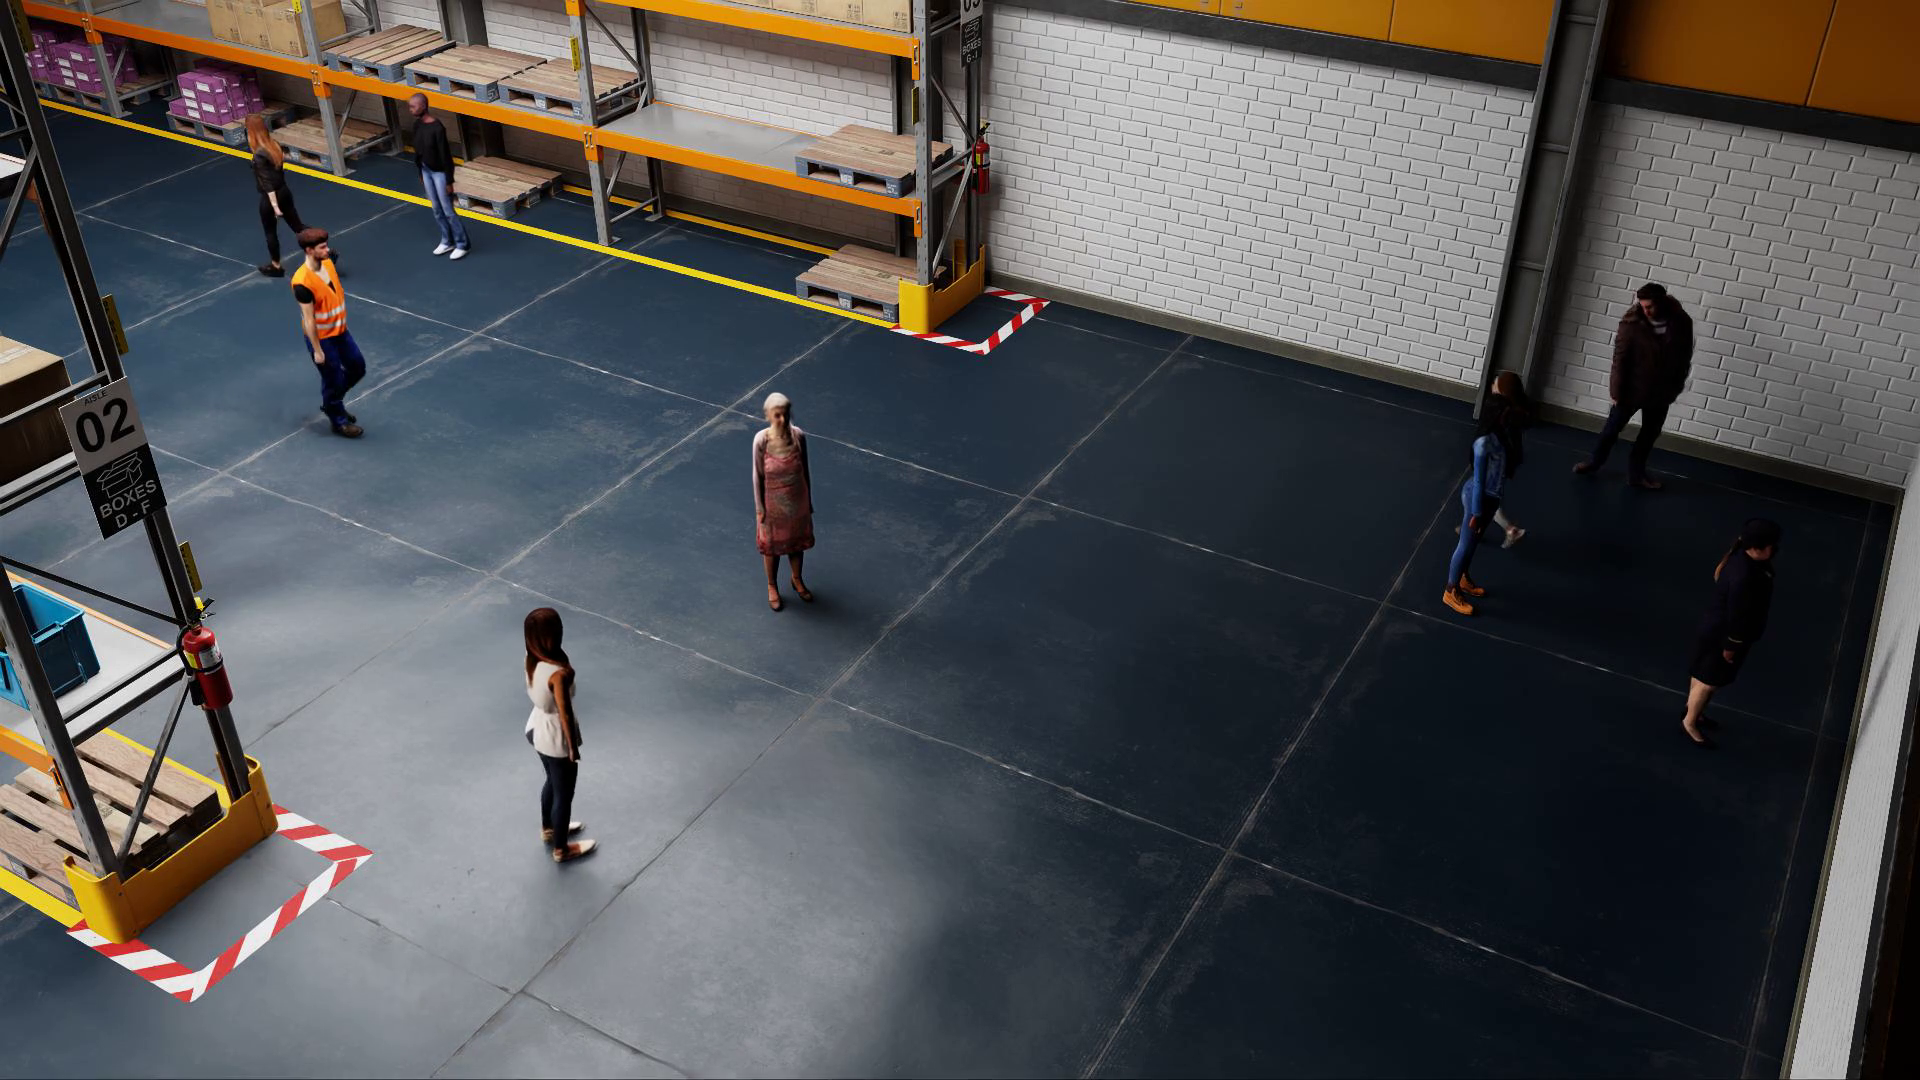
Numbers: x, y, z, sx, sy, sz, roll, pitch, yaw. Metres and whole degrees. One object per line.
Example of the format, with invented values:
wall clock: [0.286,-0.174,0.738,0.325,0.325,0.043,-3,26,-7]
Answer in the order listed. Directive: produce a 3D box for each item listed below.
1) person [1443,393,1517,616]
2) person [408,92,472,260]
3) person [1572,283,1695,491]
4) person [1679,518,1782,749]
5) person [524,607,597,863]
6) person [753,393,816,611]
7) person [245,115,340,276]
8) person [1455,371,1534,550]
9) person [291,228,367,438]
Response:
person: [3.736,-0.285,11.939,0.521,1.713,0.610,20,39,27]
person: [-5.381,-3.772,17.160,0.484,1.740,0.668,18,38,25]
person: [5.509,-1.219,13.257,0.889,1.808,1.014,-10,35,-15]
person: [4.920,0.582,10.672,0.634,1.671,0.710,15,36,21]
person: [-2.407,1.154,9.717,0.731,1.777,0.607,-22,39,-29]
person: [-1.279,-0.289,11.966,0.685,1.689,0.721,-15,36,-21]
person: [-6.762,-3.429,16.695,1.175,1.683,0.870,5,34,8]
person: [4.113,-0.573,12.578,0.795,1.484,0.607,22,40,30]
person: [-5.402,-1.742,13.989,0.805,1.869,0.810,8,34,11]
